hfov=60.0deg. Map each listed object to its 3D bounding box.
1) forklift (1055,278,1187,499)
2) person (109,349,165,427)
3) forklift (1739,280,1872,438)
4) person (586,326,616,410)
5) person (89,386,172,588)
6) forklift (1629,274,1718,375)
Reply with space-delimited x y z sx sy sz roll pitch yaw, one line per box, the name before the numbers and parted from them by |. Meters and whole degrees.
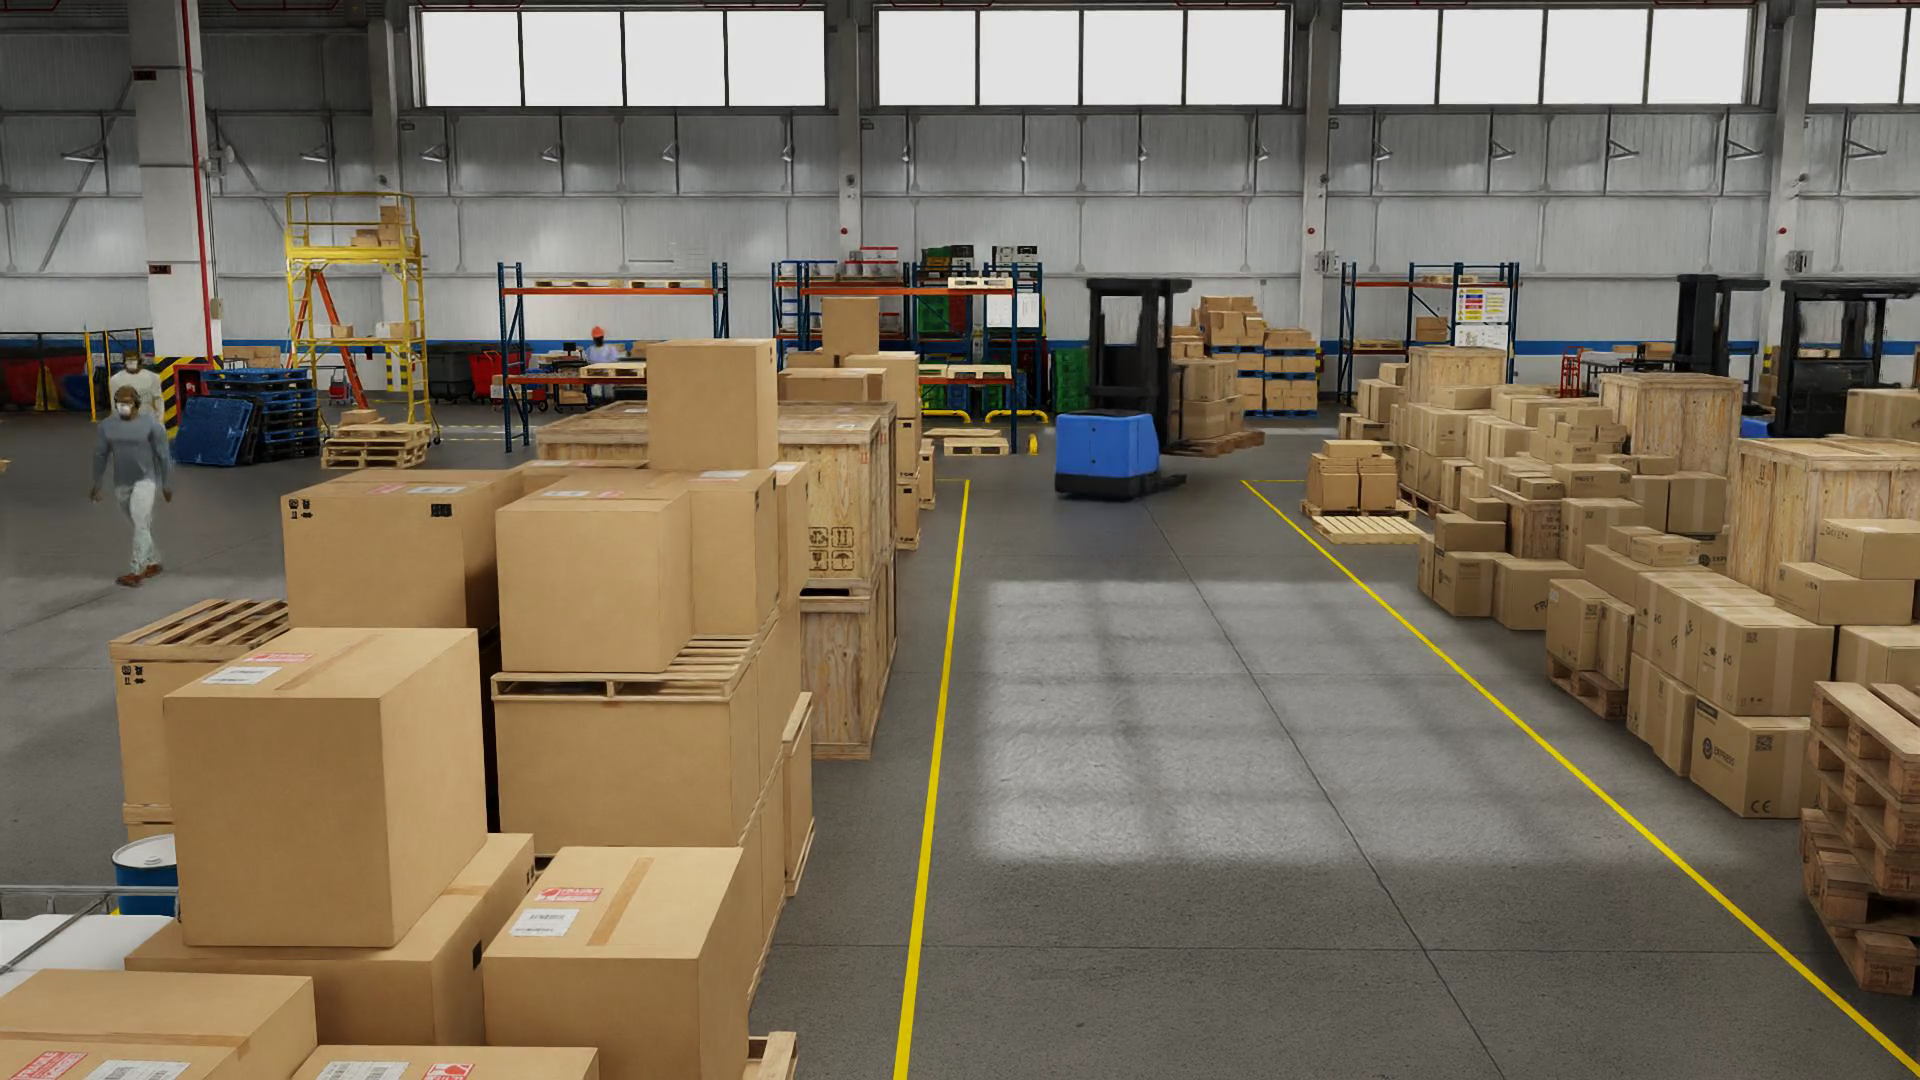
forklift | 2.125 -2.041 21.864 1.129 2.768 1.873 6 11 30
person | -11.000 -1.611 22.255 0.633 1.898 1.010 -6 11 -30
forklift | 10.326 -1.741 20.065 1.129 2.768 1.873 0 9 0
person | -6.455 -2.908 30.000 0.550 1.900 0.962 -1 9 -3
person | -7.815 -0.518 15.747 0.639 1.890 1.015 1 9 4
forklift | 12.866 -3.275 29.252 1.873 2.768 1.129 0 9 1
